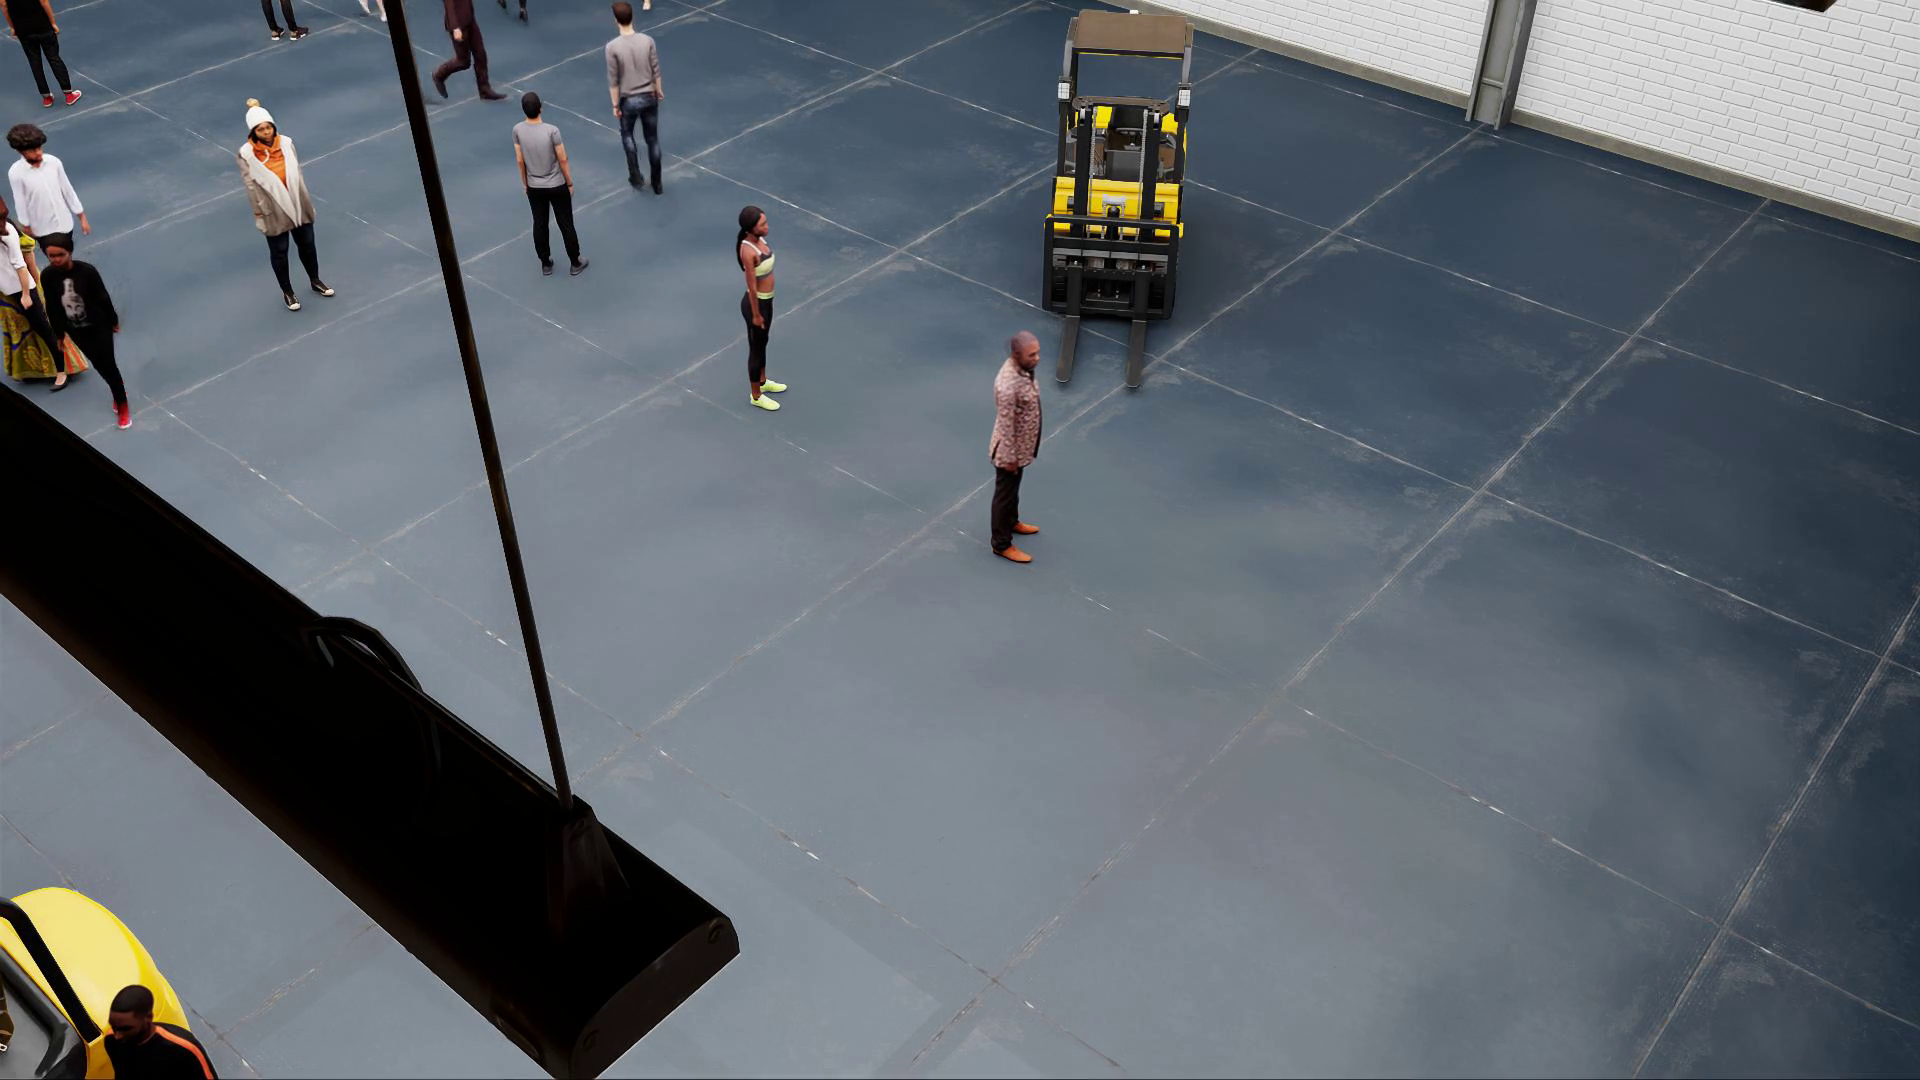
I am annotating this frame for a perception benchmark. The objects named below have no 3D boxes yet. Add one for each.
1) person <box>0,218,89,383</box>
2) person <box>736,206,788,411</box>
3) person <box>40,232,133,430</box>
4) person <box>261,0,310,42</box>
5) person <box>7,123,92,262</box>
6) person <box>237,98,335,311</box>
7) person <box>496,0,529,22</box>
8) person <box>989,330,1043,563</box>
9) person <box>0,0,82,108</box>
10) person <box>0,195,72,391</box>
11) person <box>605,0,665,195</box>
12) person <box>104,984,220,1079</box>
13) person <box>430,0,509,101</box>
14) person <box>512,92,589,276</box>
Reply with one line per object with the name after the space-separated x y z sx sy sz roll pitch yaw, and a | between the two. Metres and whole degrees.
-7.745 -2.055 13.687 0.963 1.660 1.063 4 39 5 | person
-1.637 -1.888 13.402 0.667 1.755 0.642 5 39 6 | person
-6.976 -1.756 13.318 0.872 1.654 0.950 -6 39 -7 | person
-8.117 -6.788 19.461 0.701 1.851 0.811 4 39 5 | person
-7.988 -2.795 14.533 1.133 1.761 0.738 24 44 27 | person
-5.980 -2.969 14.647 0.653 1.891 0.697 30 48 32 | person
-5.420 -7.045 19.972 0.812 1.614 1.113 -21 43 -25 | person
0.373 -0.703 11.875 0.754 1.809 0.772 10 40 12 | person
-10.050 -5.578 18.021 0.720 1.758 0.751 -8 39 -10 | person
-7.673 -2.050 13.573 0.489 1.795 0.688 22 43 25 | person
-3.126 -4.274 16.285 0.848 1.886 0.874 -12 40 -15 | person
-3.579 2.655 7.671 0.652 1.809 0.758 4 39 5 | person
-5.476 -5.612 17.993 1.147 1.845 0.976 6 39 8 | person
-3.746 -3.226 15.077 0.679 1.755 0.762 2 39 2 | person
